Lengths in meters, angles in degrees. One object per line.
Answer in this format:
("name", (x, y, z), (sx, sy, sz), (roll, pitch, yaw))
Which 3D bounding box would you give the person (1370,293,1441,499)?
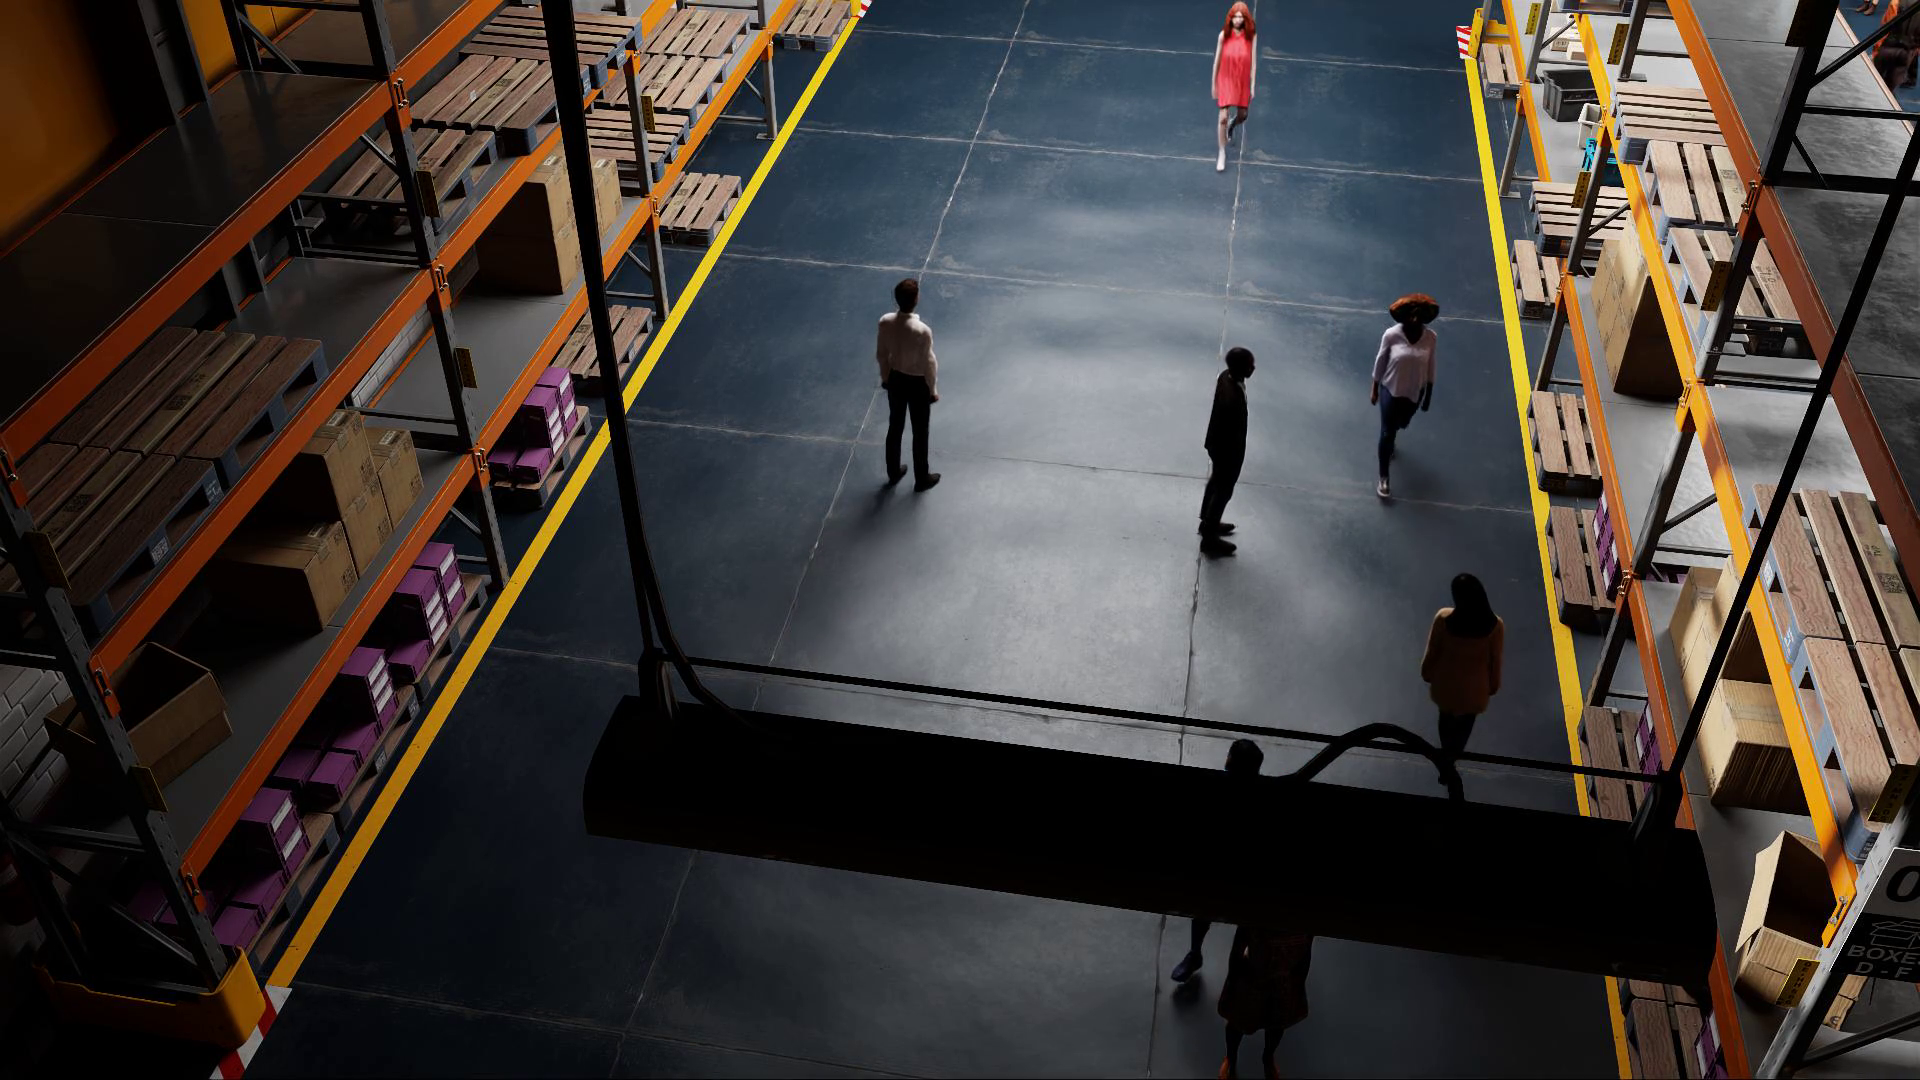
("person", (3.568, -1.267, 13.433), (0.710, 1.690, 1.115), (2, 39, 3))

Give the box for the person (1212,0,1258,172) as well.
("person", (2.940, -4.906, 17.892), (0.674, 1.813, 0.879), (2, 39, 3))

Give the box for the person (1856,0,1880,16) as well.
("person", (11.949, -7.350, 21.587), (0.558, 1.021, 0.493), (-20, 43, -23))

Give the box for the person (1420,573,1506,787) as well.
("person", (3.188, 0.958, 10.678), (0.759, 1.653, 0.877), (16, 41, 19))

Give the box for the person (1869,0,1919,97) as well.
("person", (10.308, -5.290, 18.313), (0.760, 1.887, 0.818), (10, 40, 13))

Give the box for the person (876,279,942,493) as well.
("person", (-0.416, -1.228, 13.241), (0.728, 1.869, 0.658), (19, 42, 22))

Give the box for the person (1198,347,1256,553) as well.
("person", (2.011, -0.694, 12.629), (0.750, 1.800, 0.551), (0, 39, 1))

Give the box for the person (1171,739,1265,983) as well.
("person", (1.657, 1.793, 9.564), (1.043, 1.738, 1.228), (30, 48, 32))

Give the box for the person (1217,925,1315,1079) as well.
("person", (1.654, 2.351, 8.940), (0.681, 1.645, 0.578), (1, 39, 1))
